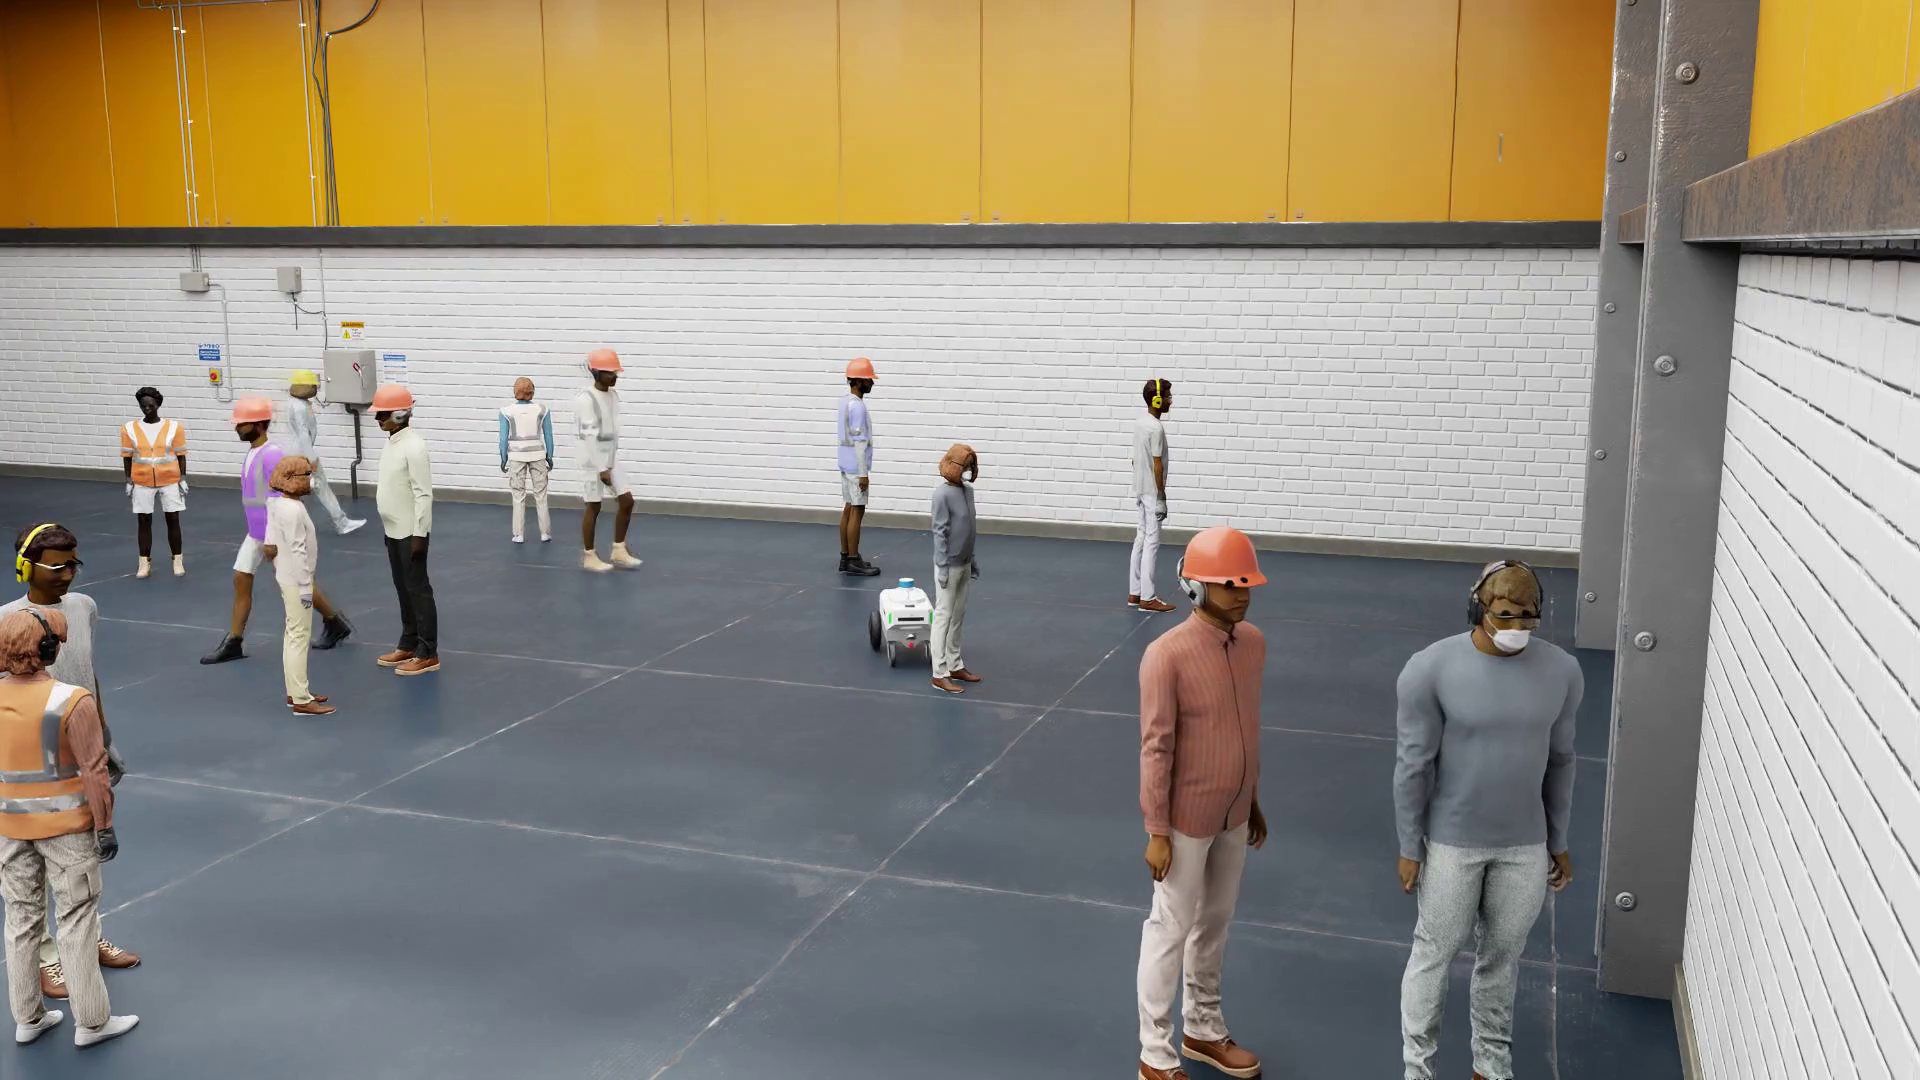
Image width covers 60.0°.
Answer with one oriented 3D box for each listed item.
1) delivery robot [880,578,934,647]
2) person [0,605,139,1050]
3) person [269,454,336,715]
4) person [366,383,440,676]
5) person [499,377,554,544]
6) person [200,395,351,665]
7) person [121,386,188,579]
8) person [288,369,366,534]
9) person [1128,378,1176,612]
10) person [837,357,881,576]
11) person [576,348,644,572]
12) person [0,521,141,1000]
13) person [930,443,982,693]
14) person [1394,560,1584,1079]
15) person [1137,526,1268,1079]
[{"bbox_3d":[-0.380,0.516,11.831,0.477,0.478,0.707,-1,10,-7],"label":"delivery robot"},{"bbox_3d":[-3.313,1.049,6.043,0.522,1.639,0.306,2,10,9],"label":"person"},{"bbox_3d":[-4.127,0.276,10.411,0.280,1.633,0.500,-5,11,-27],"label":"person"},{"bbox_3d":[-3.808,-0.078,11.388,0.383,1.991,0.622,-8,13,-37],"label":"person"},{"bbox_3d":[-4.251,-0.778,16.330,0.525,1.639,0.307,-4,11,-20],"label":"person"},{"bbox_3d":[-4.876,-0.091,11.792,1.010,1.895,0.550,-10,14,-44],"label":"person"},{"bbox_3d":[-7.069,-0.506,14.635,0.536,1.696,0.321,-4,11,-20],"label":"person"},{"bbox_3d":[-6.470,-0.847,16.564,0.922,1.691,0.512,-2,10,-13],"label":"person"},{"bbox_3d":[1.543,-0.363,13.348,0.310,1.868,0.532,-2,10,-14],"label":"person"},{"bbox_3d":[-0.894,-0.651,14.776,0.373,1.934,0.551,-3,11,-17],"label":"person"},{"bbox_3d":[-3.130,-0.691,14.768,0.659,2.014,0.617,4,11,23],"label":"person"},{"bbox_3d":[-3.534,0.848,6.544,0.329,1.865,0.511,3,11,18],"label":"person"},{"bbox_3d":[-0.024,0.174,10.986,0.278,1.633,0.497,5,11,26],"label":"person"},{"bbox_3d":[1.733,1.001,5.495,0.629,1.931,0.371,-1,10,-8],"label":"person"},{"bbox_3d":[0.855,0.931,5.707,0.613,1.994,0.395,-9,14,-43],"label":"person"}]
